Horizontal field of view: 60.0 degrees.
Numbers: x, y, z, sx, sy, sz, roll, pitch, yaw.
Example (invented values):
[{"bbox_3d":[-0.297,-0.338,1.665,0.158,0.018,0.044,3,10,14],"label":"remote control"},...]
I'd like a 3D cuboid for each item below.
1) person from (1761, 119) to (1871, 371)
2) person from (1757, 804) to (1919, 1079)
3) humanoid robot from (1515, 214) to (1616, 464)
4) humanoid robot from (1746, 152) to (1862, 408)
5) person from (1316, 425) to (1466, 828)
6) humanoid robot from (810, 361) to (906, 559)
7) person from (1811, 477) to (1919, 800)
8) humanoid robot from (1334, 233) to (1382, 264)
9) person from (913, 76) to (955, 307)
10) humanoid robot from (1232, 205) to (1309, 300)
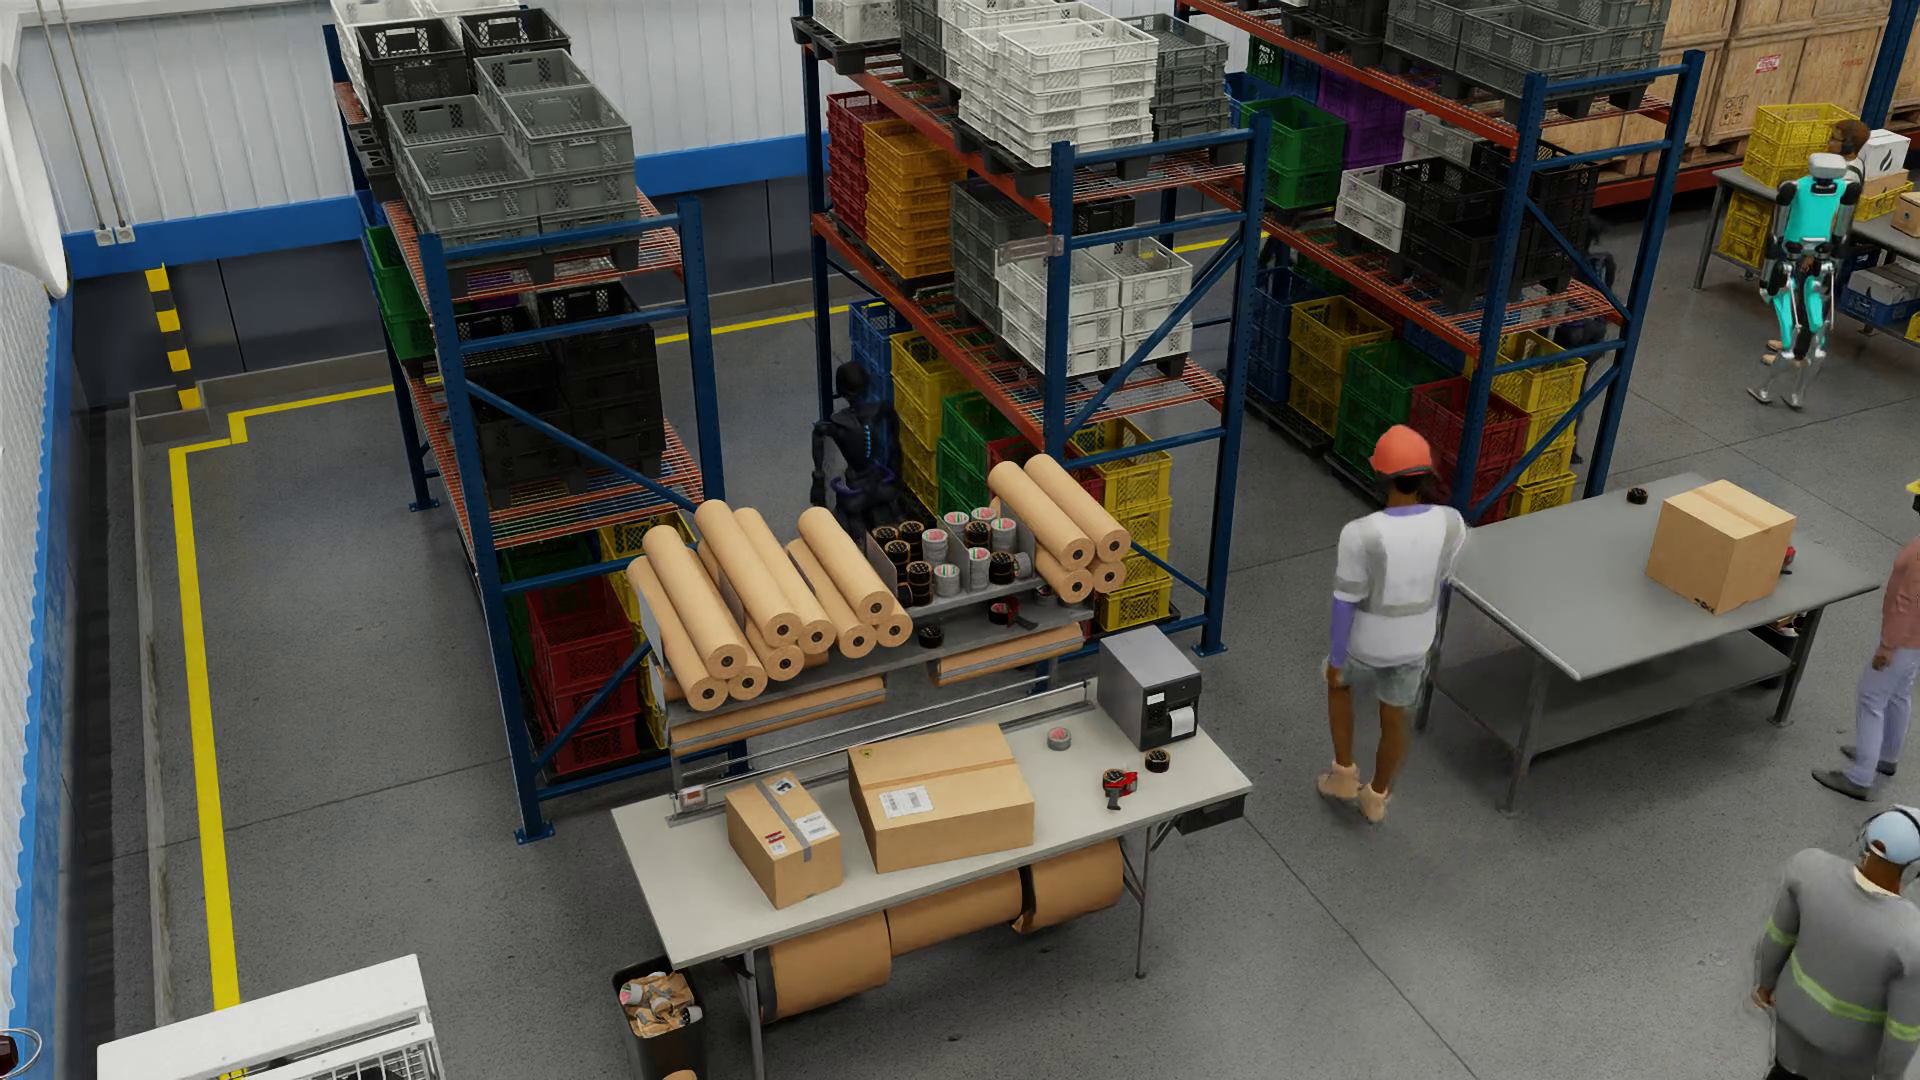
[{"bbox_3d":[6.143,-2.106,11.887,0.346,1.846,0.506,18,36,26],"label":"person"},{"bbox_3d":[3.004,1.660,5.773,0.504,1.838,0.607,-15,35,-23],"label":"person"},{"bbox_3d":[3.939,-1.327,10.792,0.609,1.637,0.580,-13,34,-20],"label":"humanoid robot"},{"bbox_3d":[5.743,-1.697,11.265,0.550,1.750,0.673,2,32,3],"label":"humanoid robot"},{"bbox_3d":[1.935,0.424,7.614,0.602,2.015,0.502,-5,32,-9],"label":"person"},{"bbox_3d":[-0.504,-0.188,8.929,0.585,1.642,0.472,-20,37,-29],"label":"humanoid robot"},{"bbox_3d":[4.453,0.416,7.874,0.341,1.757,0.527,28,41,37],"label":"person"},{"bbox_3d":[3.003,-2.263,12.359,0.607,1.622,0.807,-16,35,-24],"label":"humanoid robot"},{"bbox_3d":[-0.173,-2.671,12.783,0.512,1.870,0.326,-12,34,-19],"label":"person"},{"bbox_3d":[2.524,-2.630,12.943,0.727,1.623,0.589,-5,32,-8],"label":"humanoid robot"}]
